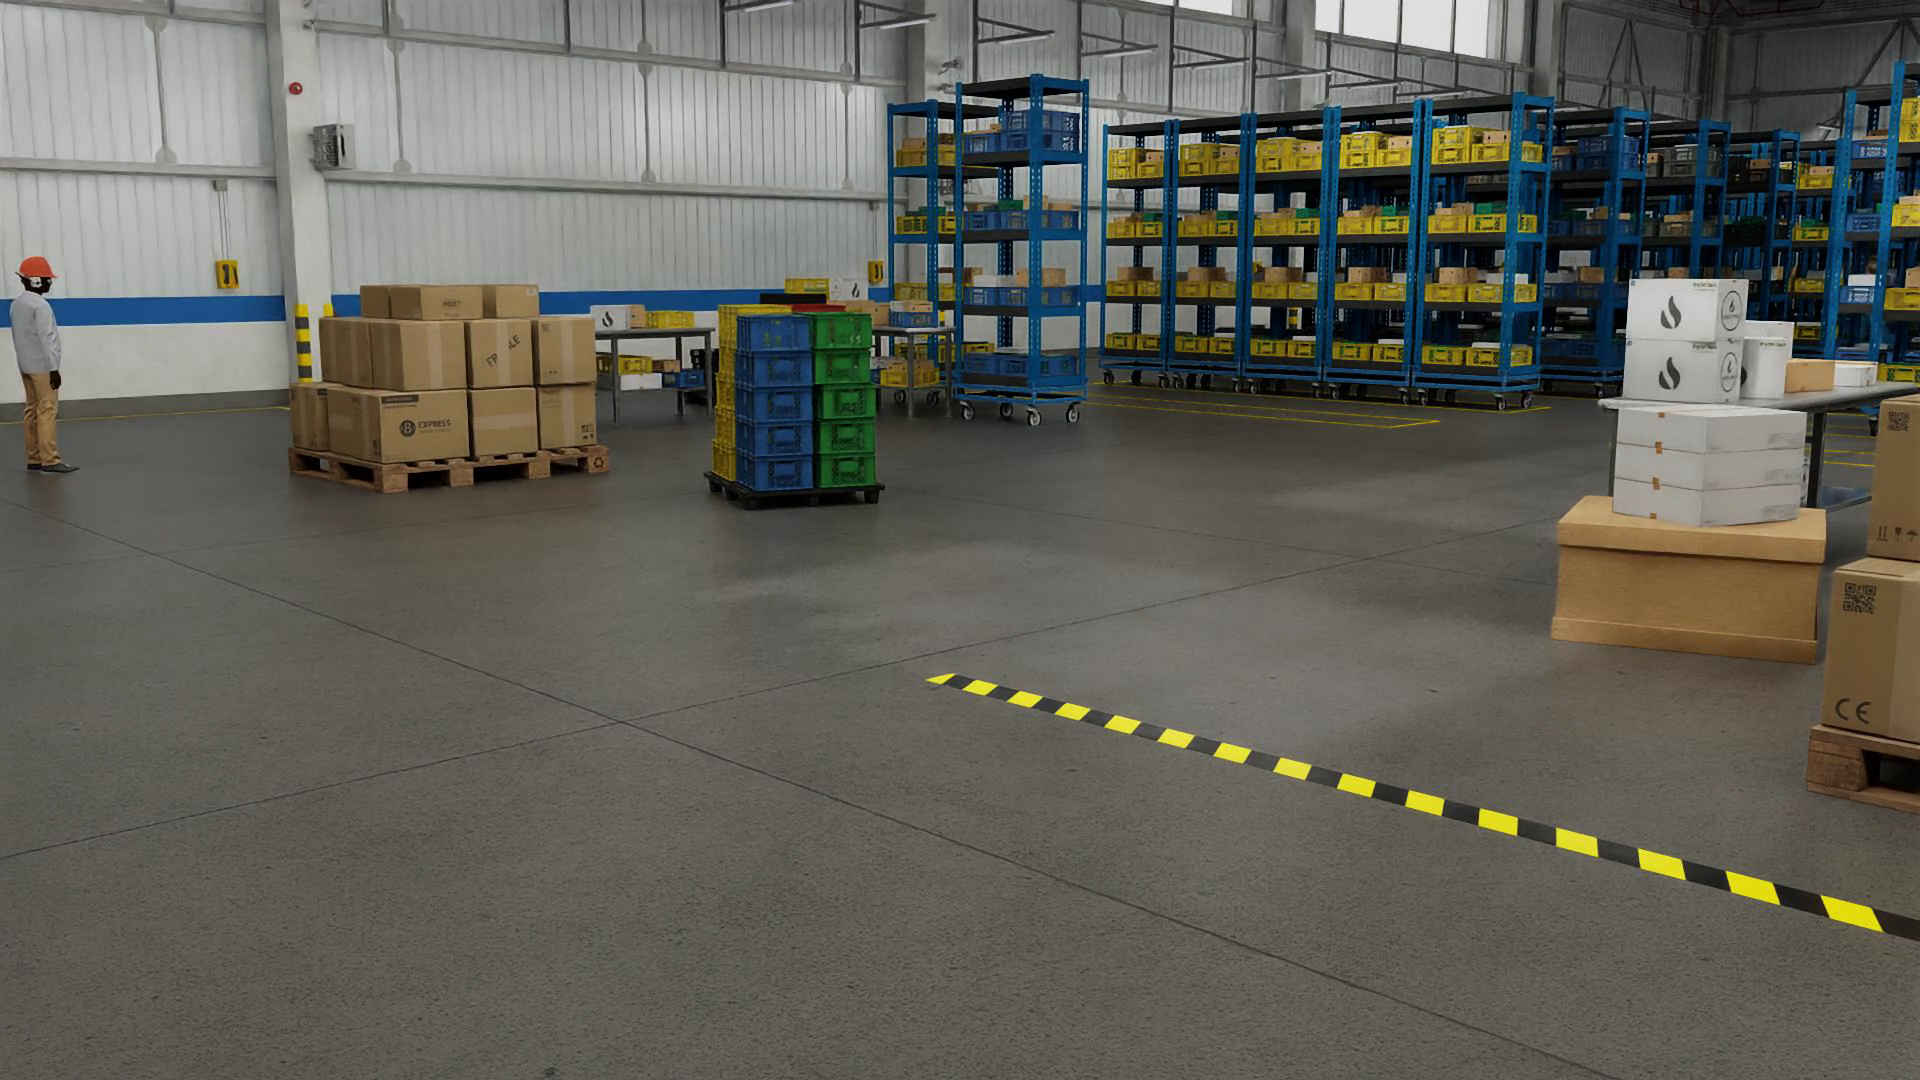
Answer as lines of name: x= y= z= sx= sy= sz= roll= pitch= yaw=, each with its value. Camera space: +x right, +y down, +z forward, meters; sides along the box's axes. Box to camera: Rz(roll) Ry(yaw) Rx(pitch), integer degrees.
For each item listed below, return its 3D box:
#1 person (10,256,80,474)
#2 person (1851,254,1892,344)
person: x=-7.440 y=-1.414 z=13.492 sx=0.574 sy=1.749 sz=0.337 roll=7 pitch=12 yaw=38
person: x=14.513 y=-3.622 z=26.496 sx=0.373 sy=1.843 sz=0.570 roll=-6 pitch=11 yaw=-33
